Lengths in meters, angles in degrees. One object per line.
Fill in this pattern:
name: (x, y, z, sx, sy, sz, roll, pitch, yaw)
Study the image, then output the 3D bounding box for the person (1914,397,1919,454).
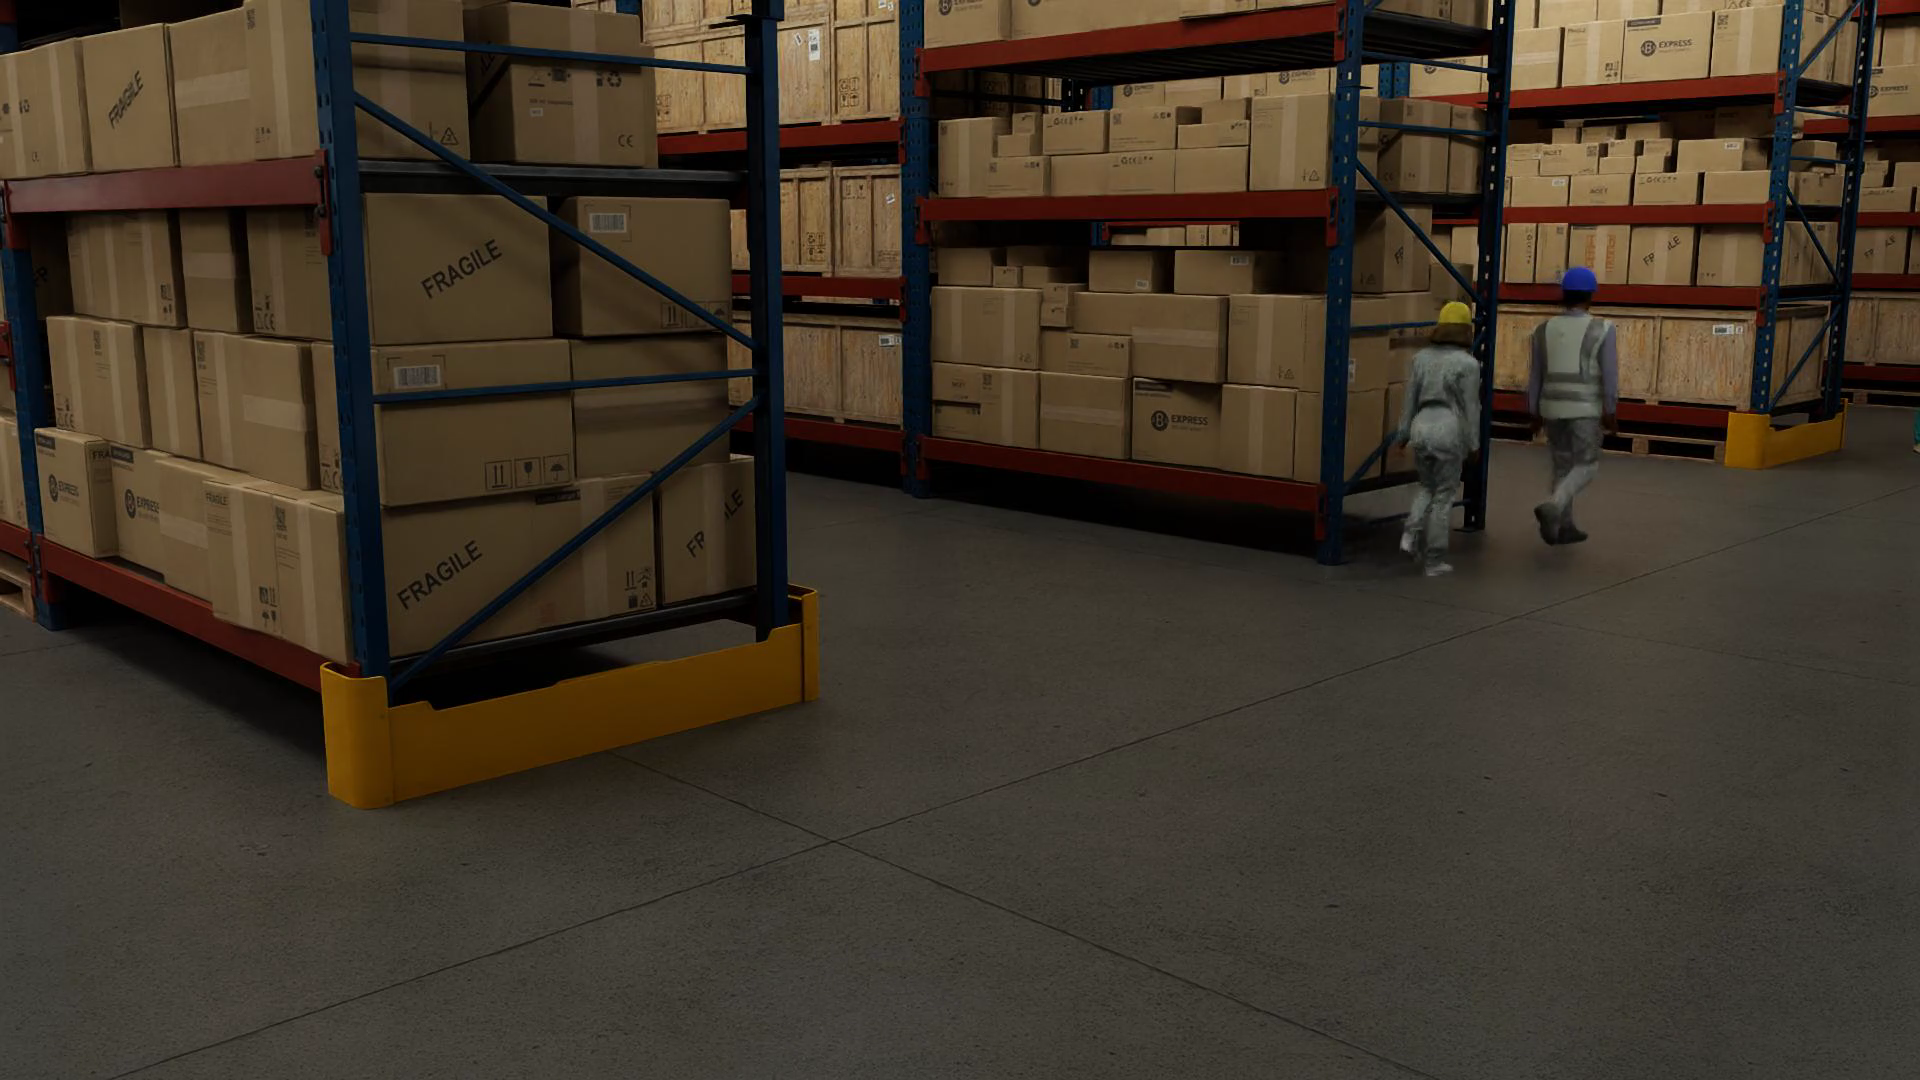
person: (9.617, -1.711, 16.223, 0.523, 1.770, 0.315, -2, 11, -8)

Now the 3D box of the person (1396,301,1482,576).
person: (3.029, -0.636, 10.476, 0.417, 1.719, 0.542, -9, 14, -40)

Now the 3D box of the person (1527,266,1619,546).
person: (4.128, -0.891, 11.315, 0.690, 1.930, 0.625, -8, 13, -39)
